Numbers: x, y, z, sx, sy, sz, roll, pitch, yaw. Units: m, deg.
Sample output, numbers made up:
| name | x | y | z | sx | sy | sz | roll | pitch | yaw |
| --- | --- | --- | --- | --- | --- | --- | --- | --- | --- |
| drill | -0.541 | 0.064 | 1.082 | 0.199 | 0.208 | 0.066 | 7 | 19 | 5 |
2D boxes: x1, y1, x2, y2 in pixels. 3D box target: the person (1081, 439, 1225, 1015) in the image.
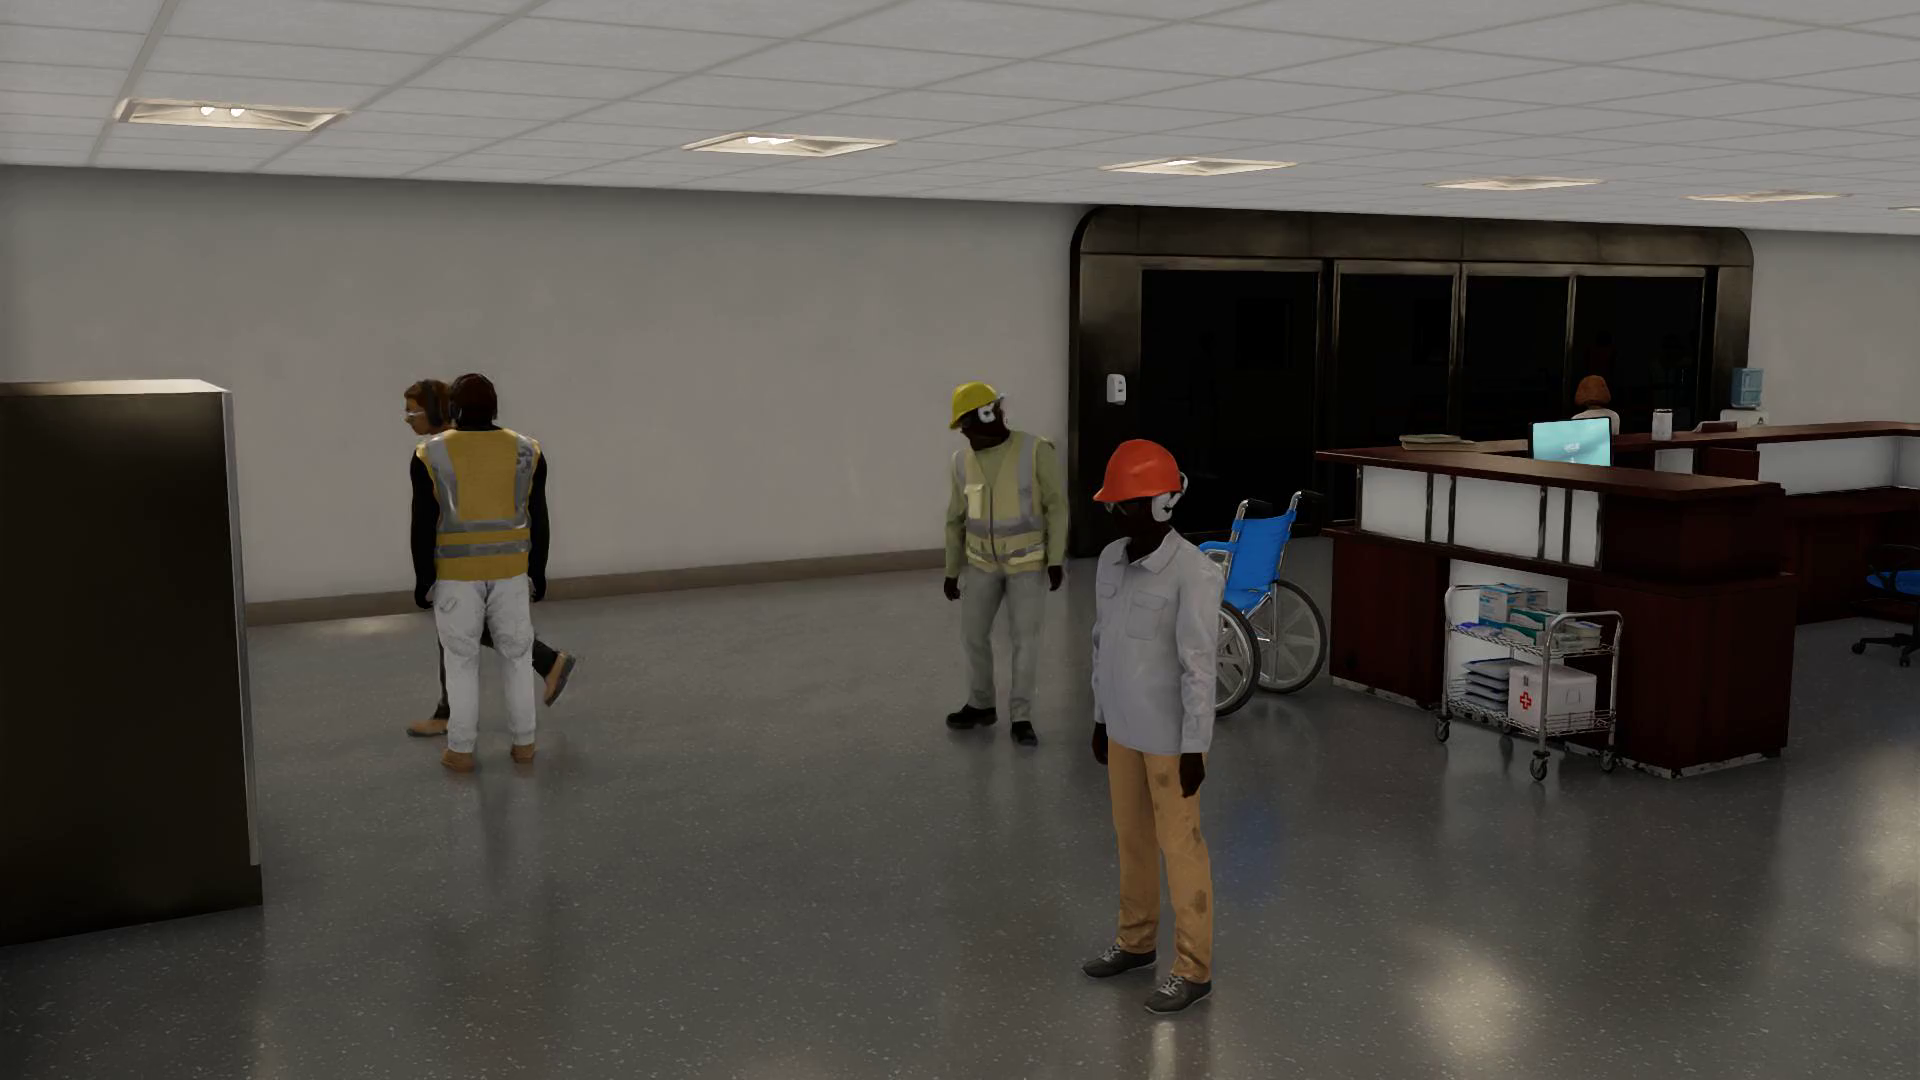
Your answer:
| name | x | y | z | sx | sy | sz | roll | pitch | yaw |
| --- | --- | --- | --- | --- | --- | --- | --- | --- | --- |
| person | 0.566 | 0.560 | 5.106 | 0.361 | 1.742 | 0.563 | -5 | 9 | -30 |

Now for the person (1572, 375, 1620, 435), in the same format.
| name | x | y | z | sx | sy | sz | roll | pitch | yaw |
| --- | --- | --- | --- | --- | --- | --- | --- | --- | --- |
| person | 4.851 | -0.451 | 12.809 | 0.498 | 1.634 | 0.279 | -4 | 9 | -29 |

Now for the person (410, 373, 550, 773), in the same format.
| name | x | y | z | sx | sy | sz | roll | pitch | yaw |
| --- | --- | --- | --- | --- | --- | --- | --- | --- | --- |
| person | -2.223 | 0.150 | 7.714 | 0.636 | 1.840 | 0.429 | -4 | 9 | -29 |

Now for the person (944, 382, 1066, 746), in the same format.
| name | x | y | z | sx | sy | sz | roll | pitch | yaw |
| --- | --- | --- | --- | --- | --- | --- | --- | --- | --- |
| person | 0.211 | 0.116 | 8.215 | 0.663 | 1.780 | 0.420 | 3 | 9 | 24 |

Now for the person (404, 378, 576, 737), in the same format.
| name | x | y | z | sx | sy | sz | roll | pitch | yaw |
| --- | --- | --- | --- | --- | --- | --- | --- | --- | --- |
| person | -2.380 | 0.084 | 8.341 | 0.748 | 1.809 | 0.534 | -3 | 8 | -18 |
